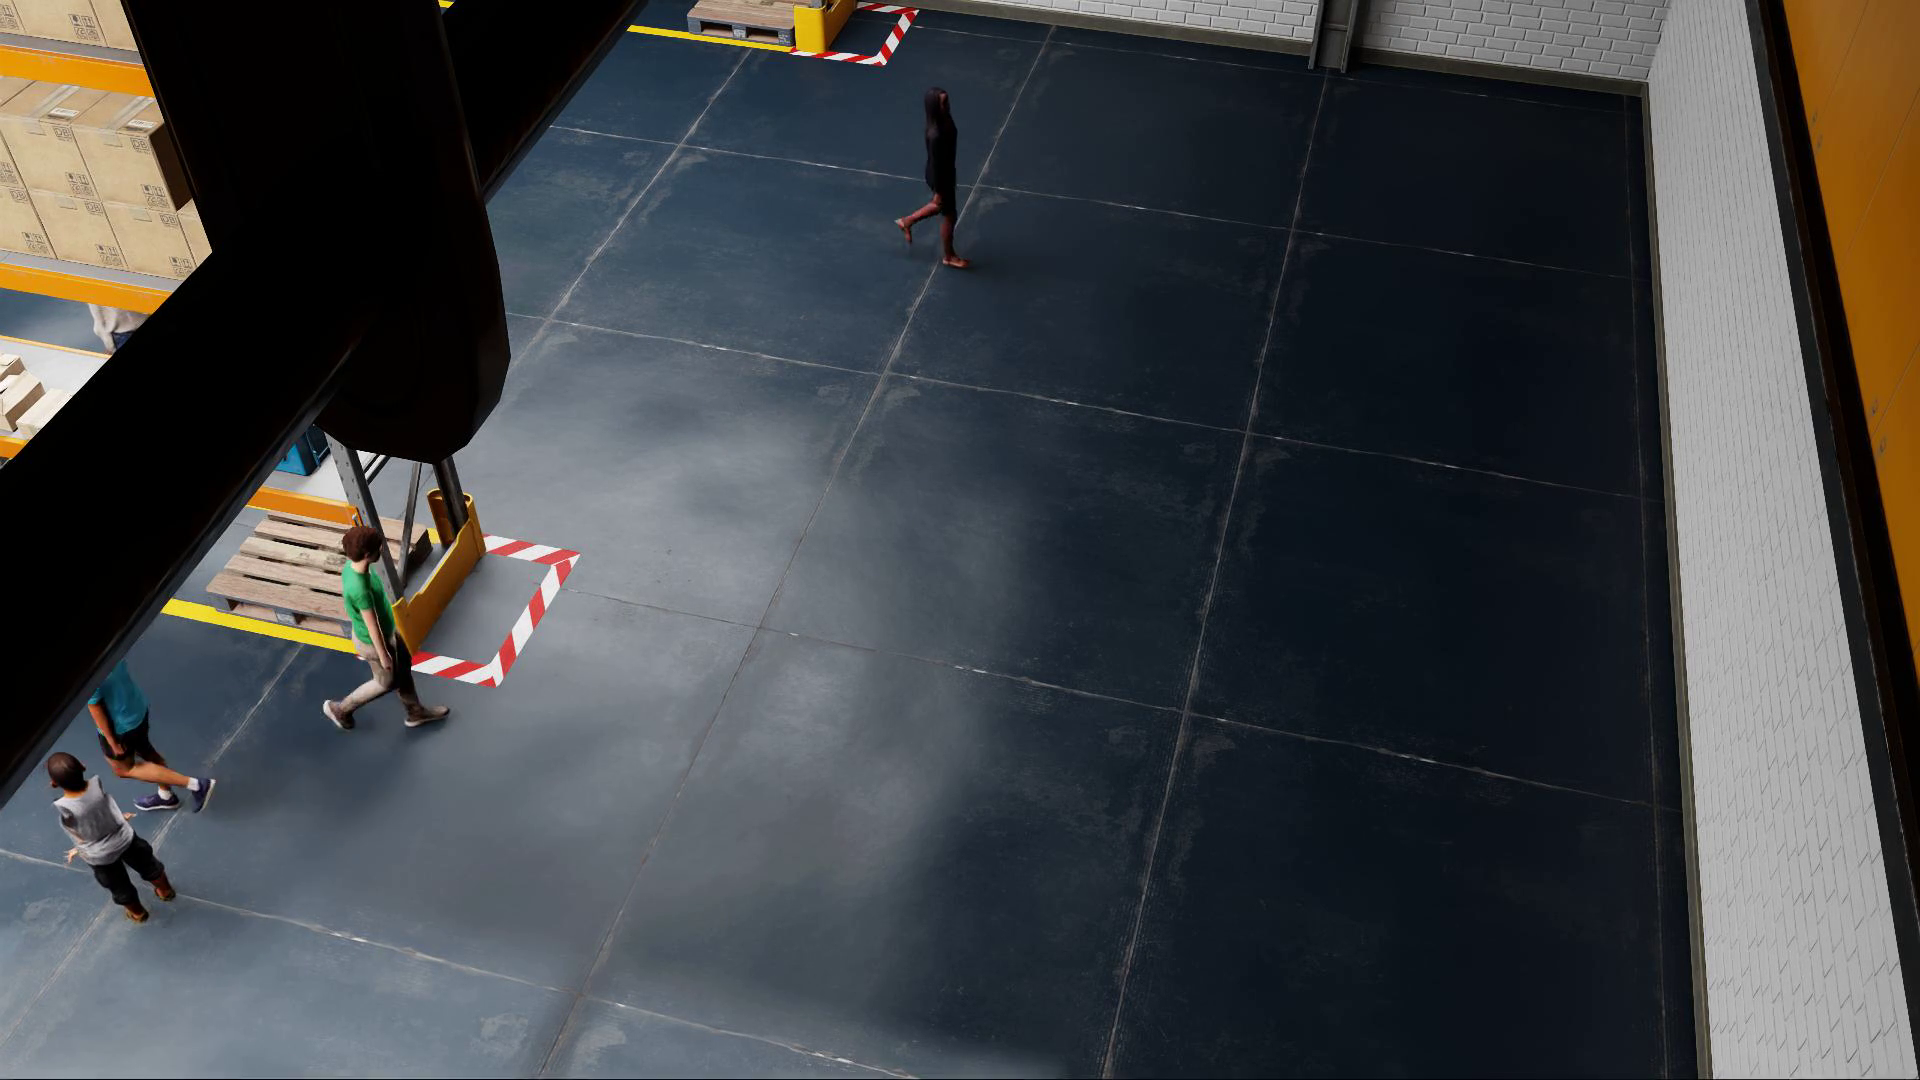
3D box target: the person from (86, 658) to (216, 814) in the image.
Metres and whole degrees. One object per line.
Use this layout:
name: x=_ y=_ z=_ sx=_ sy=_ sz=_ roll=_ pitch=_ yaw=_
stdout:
person: x=-4.894 y=1.041 z=9.902 sx=0.899 sy=1.766 sz=0.758 roll=-2 pitch=44 yaw=-2

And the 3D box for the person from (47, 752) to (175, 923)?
person: x=-4.882 y=1.683 z=9.455 sx=0.626 sy=1.453 sz=0.645 roll=27 pitch=50 yaw=26

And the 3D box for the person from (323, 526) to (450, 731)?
person: x=-3.753 y=0.629 z=10.443 sx=1.071 sy=1.616 sz=0.909 roll=-8 pitch=44 yaw=-8

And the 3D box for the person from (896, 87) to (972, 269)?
person: x=-0.235 y=-3.103 z=14.296 sx=0.916 sy=1.705 sz=0.605 roll=10 pitch=45 yaw=10
